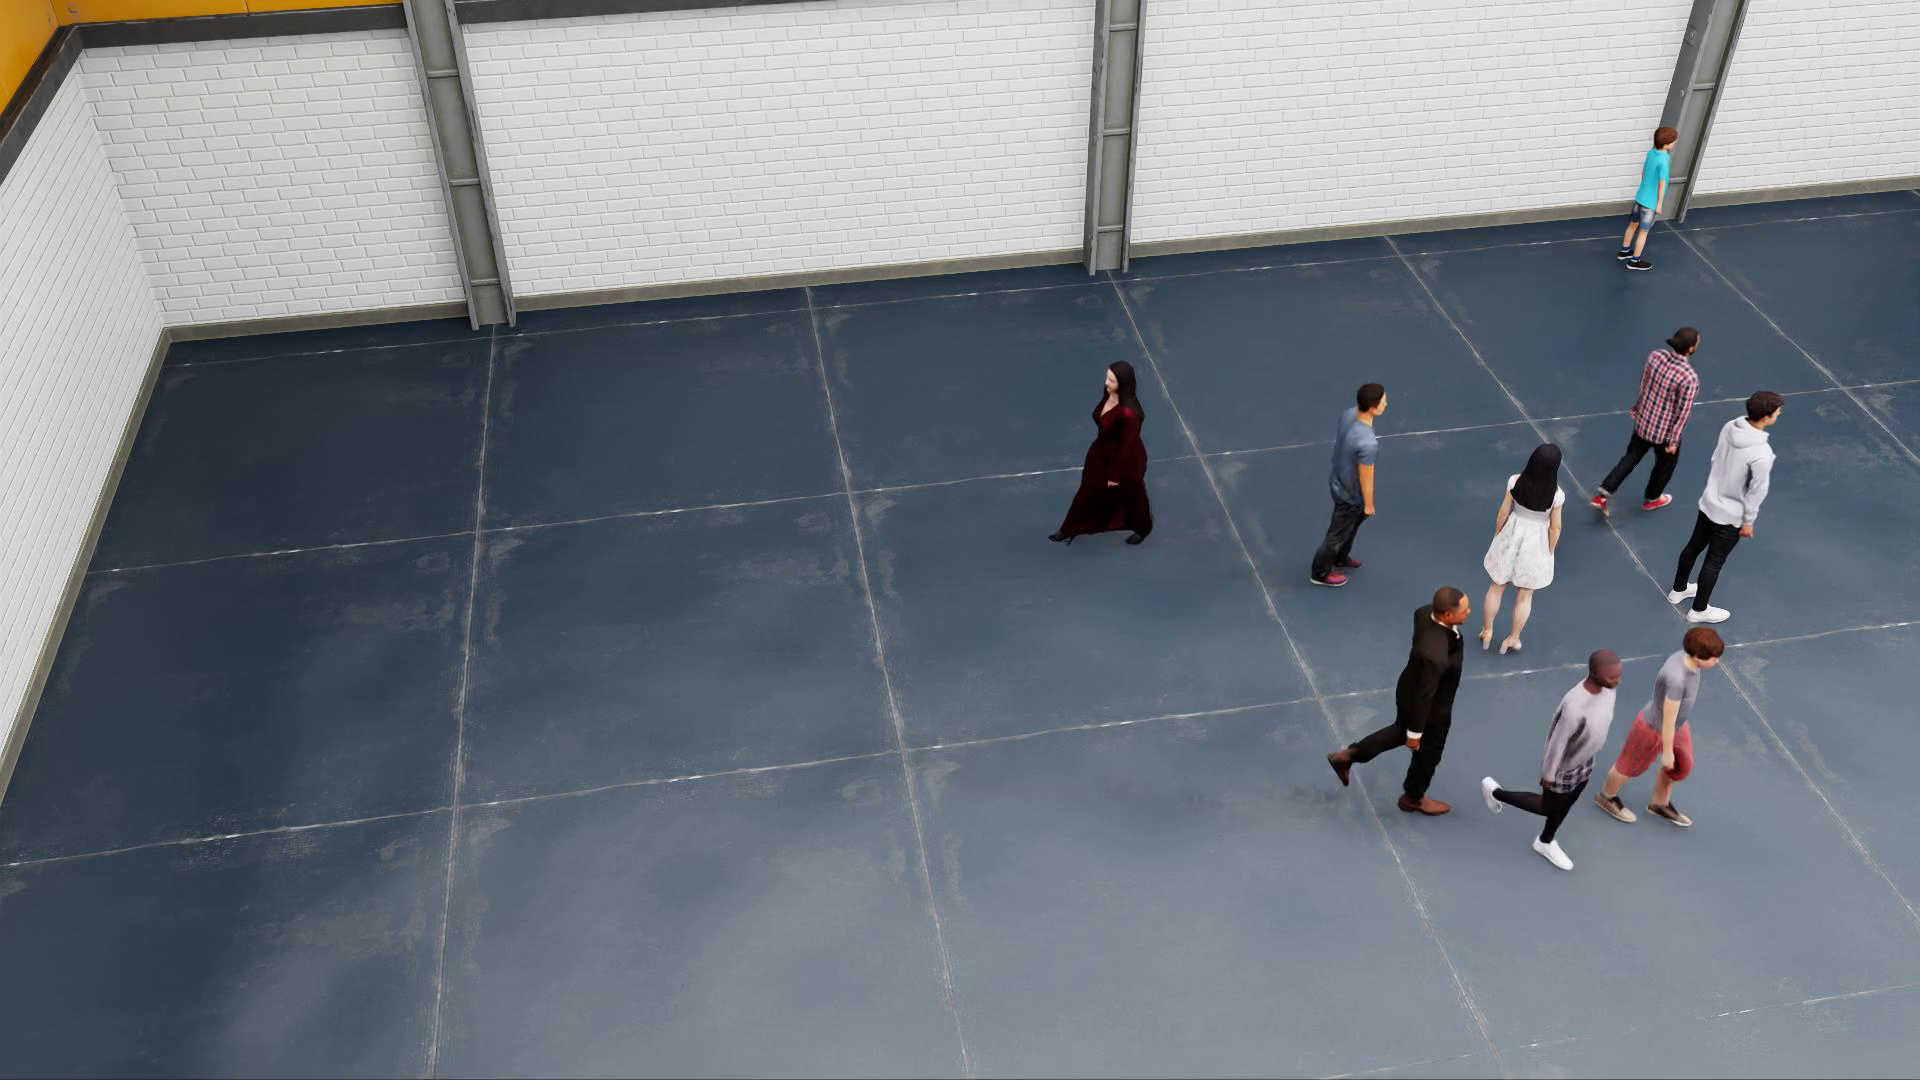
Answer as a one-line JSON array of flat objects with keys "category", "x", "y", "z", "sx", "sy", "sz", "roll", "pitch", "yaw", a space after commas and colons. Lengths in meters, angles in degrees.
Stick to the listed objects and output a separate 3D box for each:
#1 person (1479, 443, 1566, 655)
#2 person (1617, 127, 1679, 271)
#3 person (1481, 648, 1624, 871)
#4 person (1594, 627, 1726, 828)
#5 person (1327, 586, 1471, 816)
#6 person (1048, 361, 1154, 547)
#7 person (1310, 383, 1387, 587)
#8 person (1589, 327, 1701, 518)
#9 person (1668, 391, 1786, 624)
[{"category": "person", "x": 3.971, "y": 0.063, "z": 11.753, "sx": 0.770, "sy": 1.773, "sz": 0.835, "roll": 22, "pitch": 44, "yaw": 25}, {"category": "person", "x": 6.757, "y": -3.373, "z": 16.314, "sx": 0.477, "sy": 1.450, "sz": 0.517, "roll": -5, "pitch": 39, "yaw": -7}, {"category": "person", "x": 3.666, "y": 1.293, "z": 10.221, "sx": 0.974, "sy": 1.762, "sz": 0.957, "roll": -29, "pitch": 47, "yaw": -31}, {"category": "person", "x": 4.342, "y": 1.145, "z": 10.512, "sx": 0.871, "sy": 1.631, "sz": 0.901, "roll": -31, "pitch": 48, "yaw": -33}, {"category": "person", "x": 2.822, "y": 1.016, "z": 10.470, "sx": 1.139, "sy": 1.884, "sz": 0.847, "roll": 3, "pitch": 39, "yaw": 3}, {"category": "person", "x": 1.303, "y": -0.629, "z": 12.667, "sx": 1.123, "sy": 1.713, "sz": 0.808, "roll": -13, "pitch": 40, "yaw": -16}, {"category": "person", "x": 2.797, "y": -0.395, "z": 12.308, "sx": 0.689, "sy": 1.796, "sz": 0.711, "roll": -2, "pitch": 39, "yaw": -3}, {"category": "person", "x": 5.389, "y": -0.894, "z": 12.968, "sx": 1.152, "sy": 1.752, "sz": 0.912, "roll": -19, "pitch": 42, "yaw": -22}, {"category": "person", "x": 5.534, "y": -0.254, "z": 12.025, "sx": 0.590, "sy": 1.929, "sz": 0.683, "roll": -9, "pitch": 39, "yaw": -11}]
